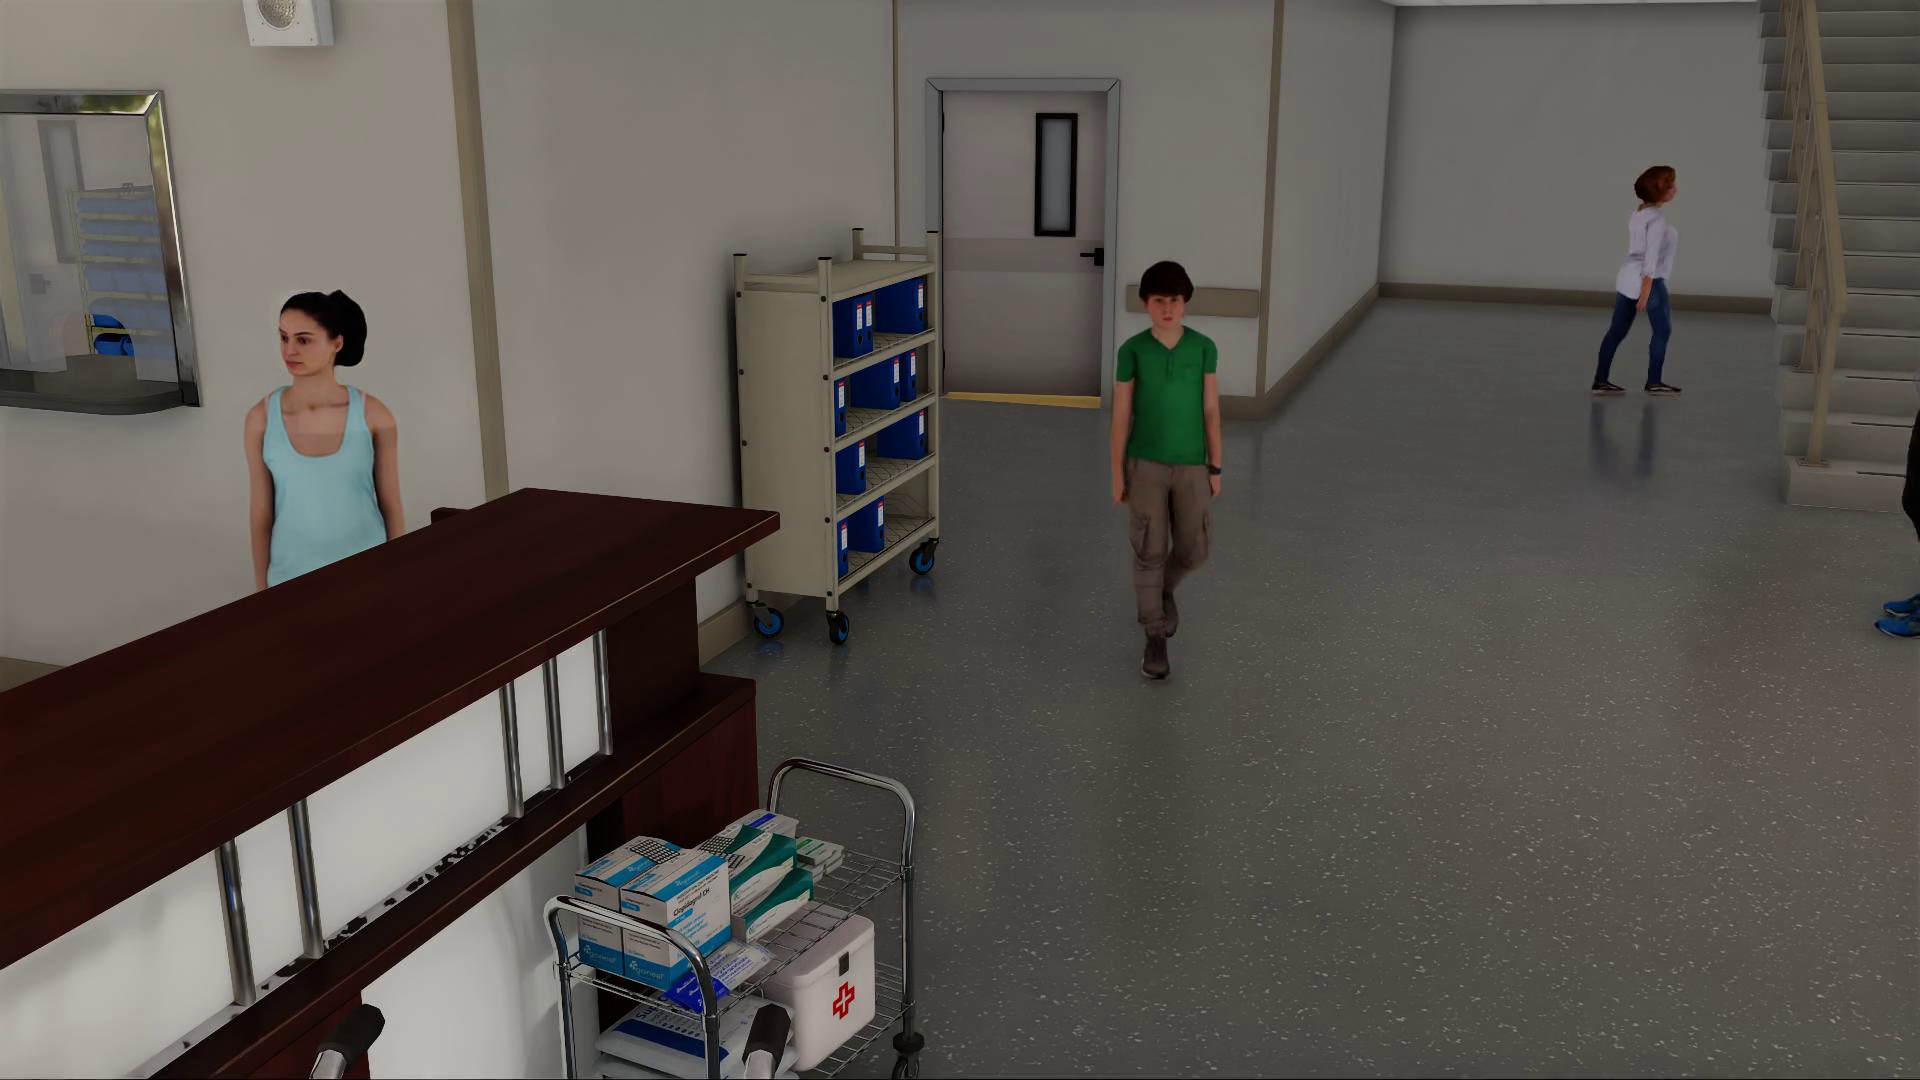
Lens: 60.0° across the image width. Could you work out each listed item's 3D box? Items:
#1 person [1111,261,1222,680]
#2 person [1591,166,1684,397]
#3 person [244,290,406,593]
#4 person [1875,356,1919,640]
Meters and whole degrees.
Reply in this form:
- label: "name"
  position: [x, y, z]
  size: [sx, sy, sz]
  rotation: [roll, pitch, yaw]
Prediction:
- label: "person"
  position: [0.812, -0.292, 6.652]
  size: [0.763, 1.637, 0.915]
  rotation: [0, 16, -1]
- label: "person"
  position: [4.893, -1.875, 12.178]
  size: [0.920, 1.685, 0.916]
  rotation: [-2, 16, -8]
- label: "person"
  position: [-1.803, 0.163, 4.804]
  size: [0.676, 1.763, 0.705]
  rotation: [-4, 16, -15]
- label: "person"
  position: [4.207, -0.481, 6.974]
  size: [0.752, 1.826, 0.512]
  rotation: [5, 17, 19]
